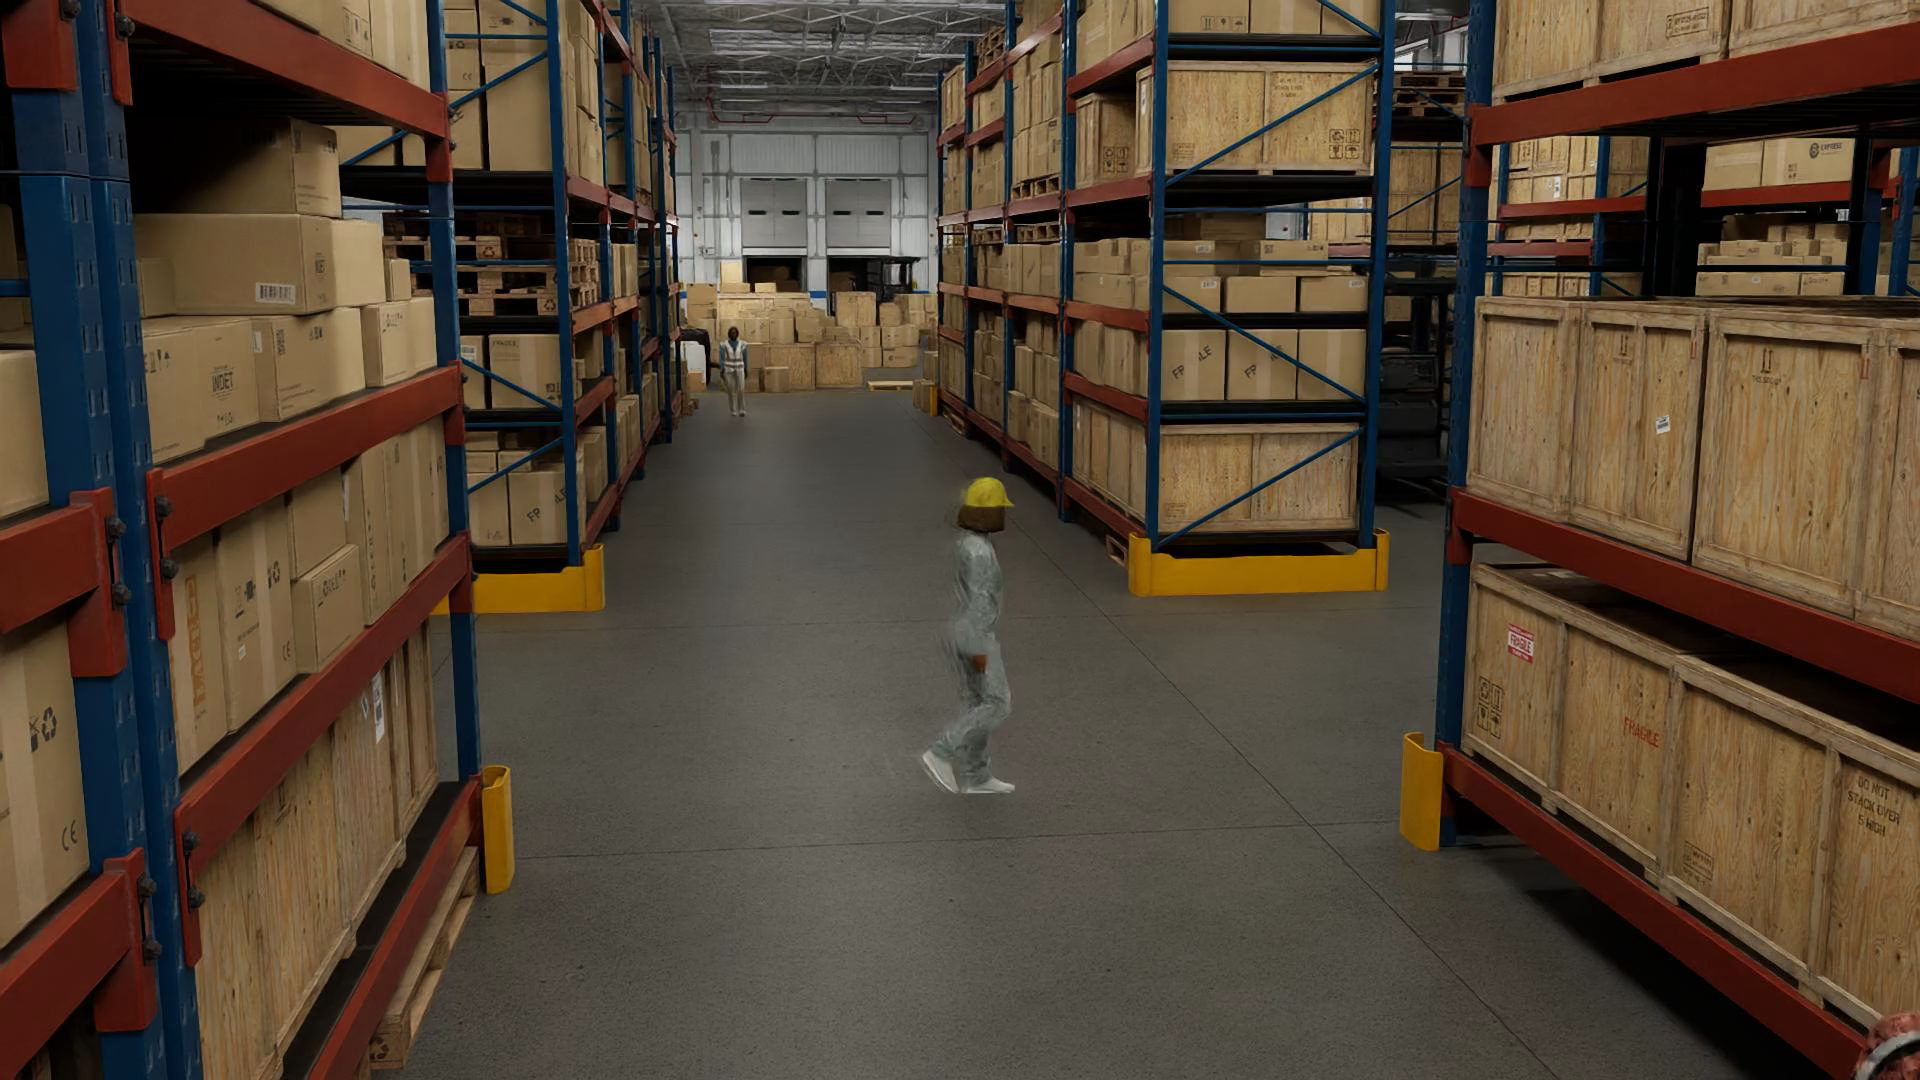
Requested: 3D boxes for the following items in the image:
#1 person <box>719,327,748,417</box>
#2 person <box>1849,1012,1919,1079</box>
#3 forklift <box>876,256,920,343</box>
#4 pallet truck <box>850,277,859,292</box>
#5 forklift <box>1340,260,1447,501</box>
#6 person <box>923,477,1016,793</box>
[{"bbox_3d":[-4.032,-2.996,29.713,0.536,1.593,0.835,-2,10,-14],"label":"person"},{"bbox_3d":[1.326,1.580,2.371,0.671,1.856,1.009,0,10,0],"label":"person"},{"bbox_3d":[-2.206,-7.869,54.379,1.129,2.768,1.873,-5,11,-26],"label":"forklift"},{"bbox_3d":[-3.782,-9.391,65.808,1.885,1.965,0.823,2,10,10],"label":"pallet truck"},{"bbox_3d":[5.163,-1.972,20.049,1.129,2.768,1.873,-1,10,-7],"label":"forklift"},{"bbox_3d":[0.083,0.526,8.828,0.424,1.727,0.510,0,10,-2],"label":"person"}]
